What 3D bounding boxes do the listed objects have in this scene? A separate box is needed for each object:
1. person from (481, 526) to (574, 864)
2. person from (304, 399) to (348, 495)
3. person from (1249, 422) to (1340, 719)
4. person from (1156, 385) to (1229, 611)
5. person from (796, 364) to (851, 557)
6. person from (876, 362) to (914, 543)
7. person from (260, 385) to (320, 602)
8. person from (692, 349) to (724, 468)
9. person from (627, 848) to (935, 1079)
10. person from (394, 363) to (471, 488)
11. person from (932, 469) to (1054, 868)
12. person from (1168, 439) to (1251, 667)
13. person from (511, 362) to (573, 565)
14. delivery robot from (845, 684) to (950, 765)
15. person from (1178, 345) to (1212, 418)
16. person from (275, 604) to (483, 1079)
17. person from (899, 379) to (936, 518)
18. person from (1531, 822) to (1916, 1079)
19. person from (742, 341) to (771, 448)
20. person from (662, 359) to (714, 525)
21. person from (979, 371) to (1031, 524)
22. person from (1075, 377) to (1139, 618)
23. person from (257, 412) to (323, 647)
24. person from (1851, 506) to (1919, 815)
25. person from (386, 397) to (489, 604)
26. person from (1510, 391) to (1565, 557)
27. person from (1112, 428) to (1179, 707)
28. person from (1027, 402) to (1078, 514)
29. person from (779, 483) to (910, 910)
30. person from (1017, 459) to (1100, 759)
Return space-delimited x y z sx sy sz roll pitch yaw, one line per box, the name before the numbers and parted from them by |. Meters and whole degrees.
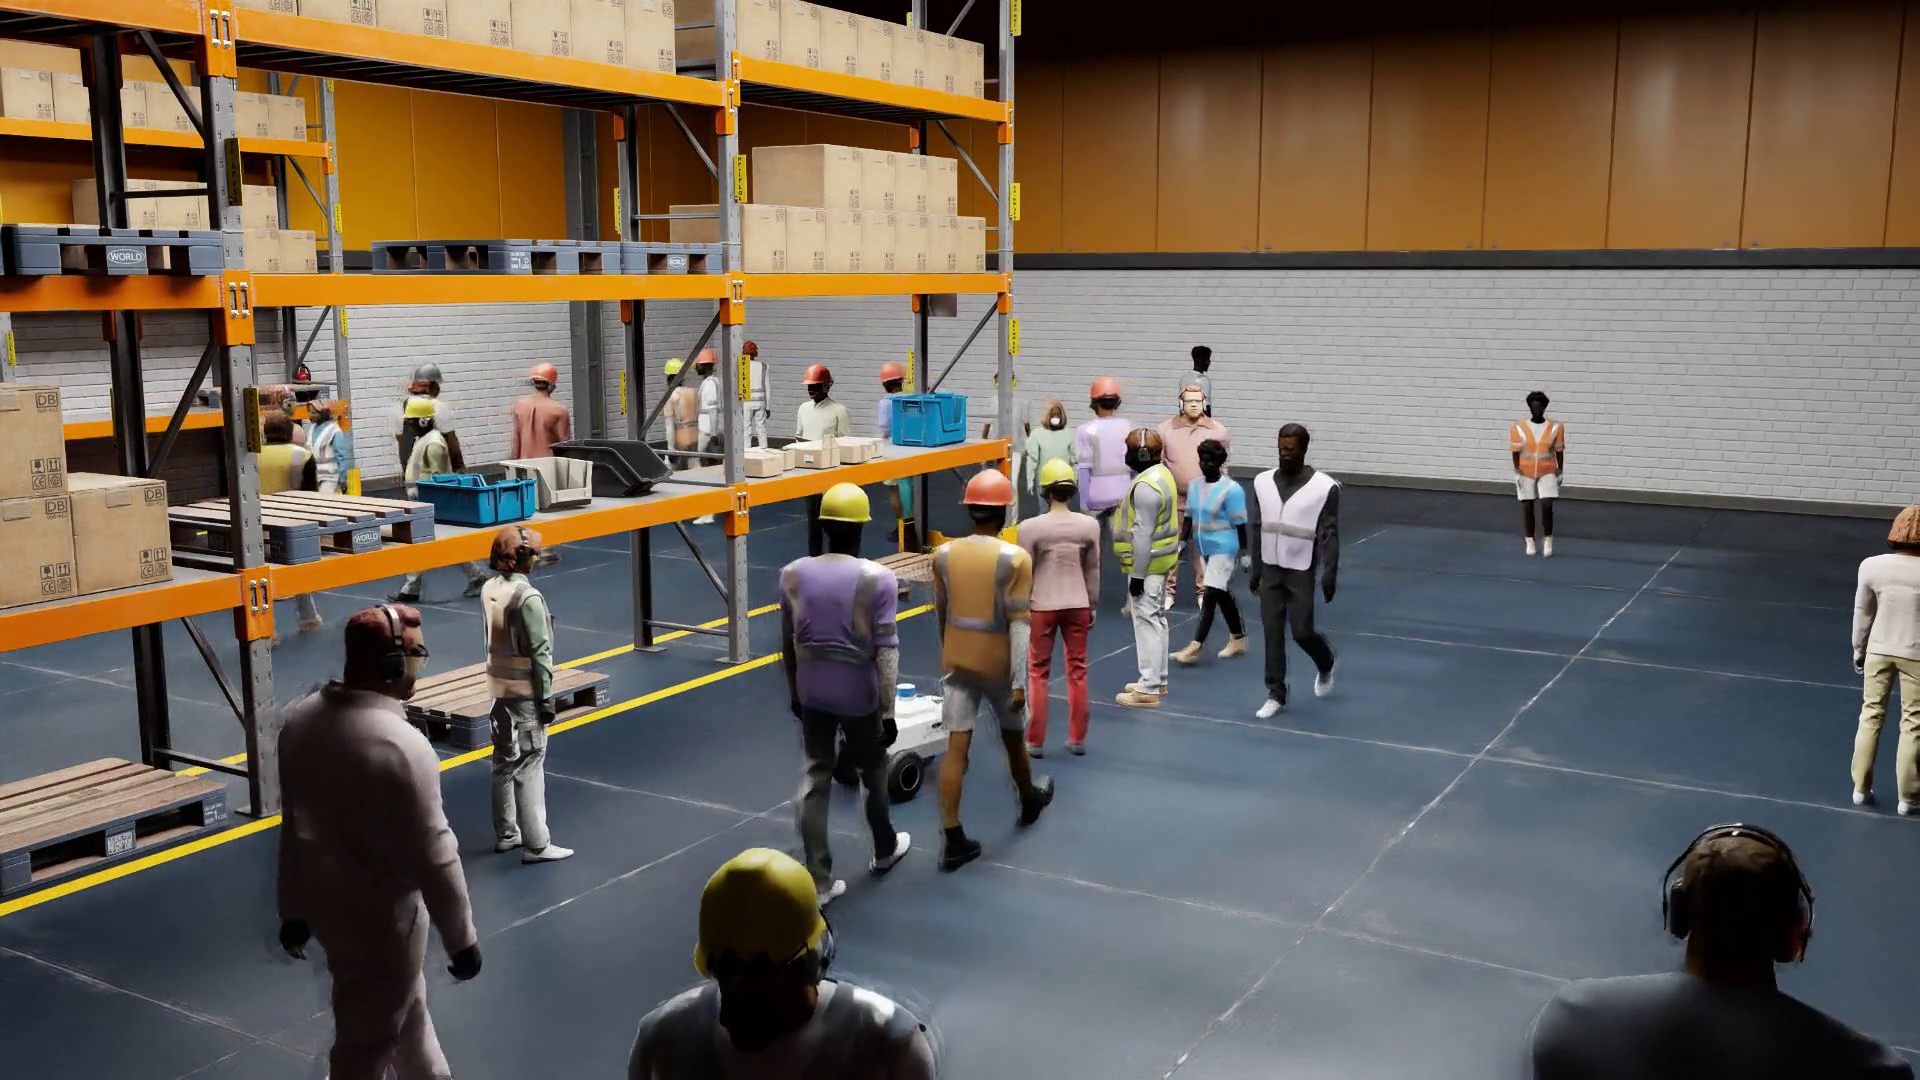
person | -2.124 0.744 8.036 0.308 1.638 0.511 -9 13 -44
person | -6.251 -0.566 16.257 0.518 1.620 0.502 7 11 37
person | 2.169 0.181 10.736 0.595 1.901 0.667 8 12 40
person | 1.928 -0.346 13.984 0.641 1.913 0.407 1 9 8
person | -1.308 -0.651 15.625 0.622 1.992 0.396 6 11 34
person | -0.699 -0.924 17.590 0.598 1.904 0.582 -9 13 -44
person | -5.817 -0.422 14.568 0.681 1.864 0.927 6 11 34
person | -3.137 -1.371 20.366 0.589 1.917 0.553 0 9 1
person | -0.368 1.459 3.029 0.631 1.806 0.721 2 9 11
person | -5.149 -0.765 16.196 0.688 2.000 1.074 8 12 42
person | 0.153 0.593 8.195 0.555 1.880 1.006 4 10 26
person | 1.828 0.086 12.089 0.801 1.646 0.531 -5 10 -30
person | -4.036 -0.735 16.193 0.657 1.979 0.434 3 10 19
delivery robot | -0.299 1.044 9.239 0.477 0.478 0.707 8 12 41
person | 2.926 -1.422 20.528 0.366 1.962 0.614 -4 10 -24
person | -1.651 1.108 5.042 0.661 1.866 0.906 8 12 40
person | -0.550 -0.876 17.868 0.553 1.721 0.885 -2 9 -11
person | 1.311 1.429 2.980 0.646 1.896 1.005 5 10 28
person | -2.958 -1.877 23.629 0.572 1.883 0.354 -4 10 -24
person | -3.186 -1.106 18.849 1.000 1.866 0.610 6 11 33
person | 0.487 -0.900 17.638 0.568 1.843 0.661 3 9 15
person | 1.243 -0.361 13.880 0.631 1.989 1.082 -3 10 -21
person | -5.238 -0.088 12.813 0.634 1.788 1.004 -1 9 -5
person | 4.970 0.630 8.784 0.277 1.628 0.501 -7 11 -37
person | -4.511 -0.346 14.376 0.853 1.802 0.603 -3 10 -19
person | 5.775 -0.655 16.665 0.521 1.668 0.532 3 10 19
person | 1.222 0.177 10.985 0.430 1.836 0.619 2 9 13
person | 0.914 -0.581 16.445 0.515 1.591 0.846 0 9 2
person | -0.504 0.678 7.644 0.617 1.887 0.897 3 10 19
person | 0.564 0.403 9.777 0.533 1.762 0.337 -3 10 -18
